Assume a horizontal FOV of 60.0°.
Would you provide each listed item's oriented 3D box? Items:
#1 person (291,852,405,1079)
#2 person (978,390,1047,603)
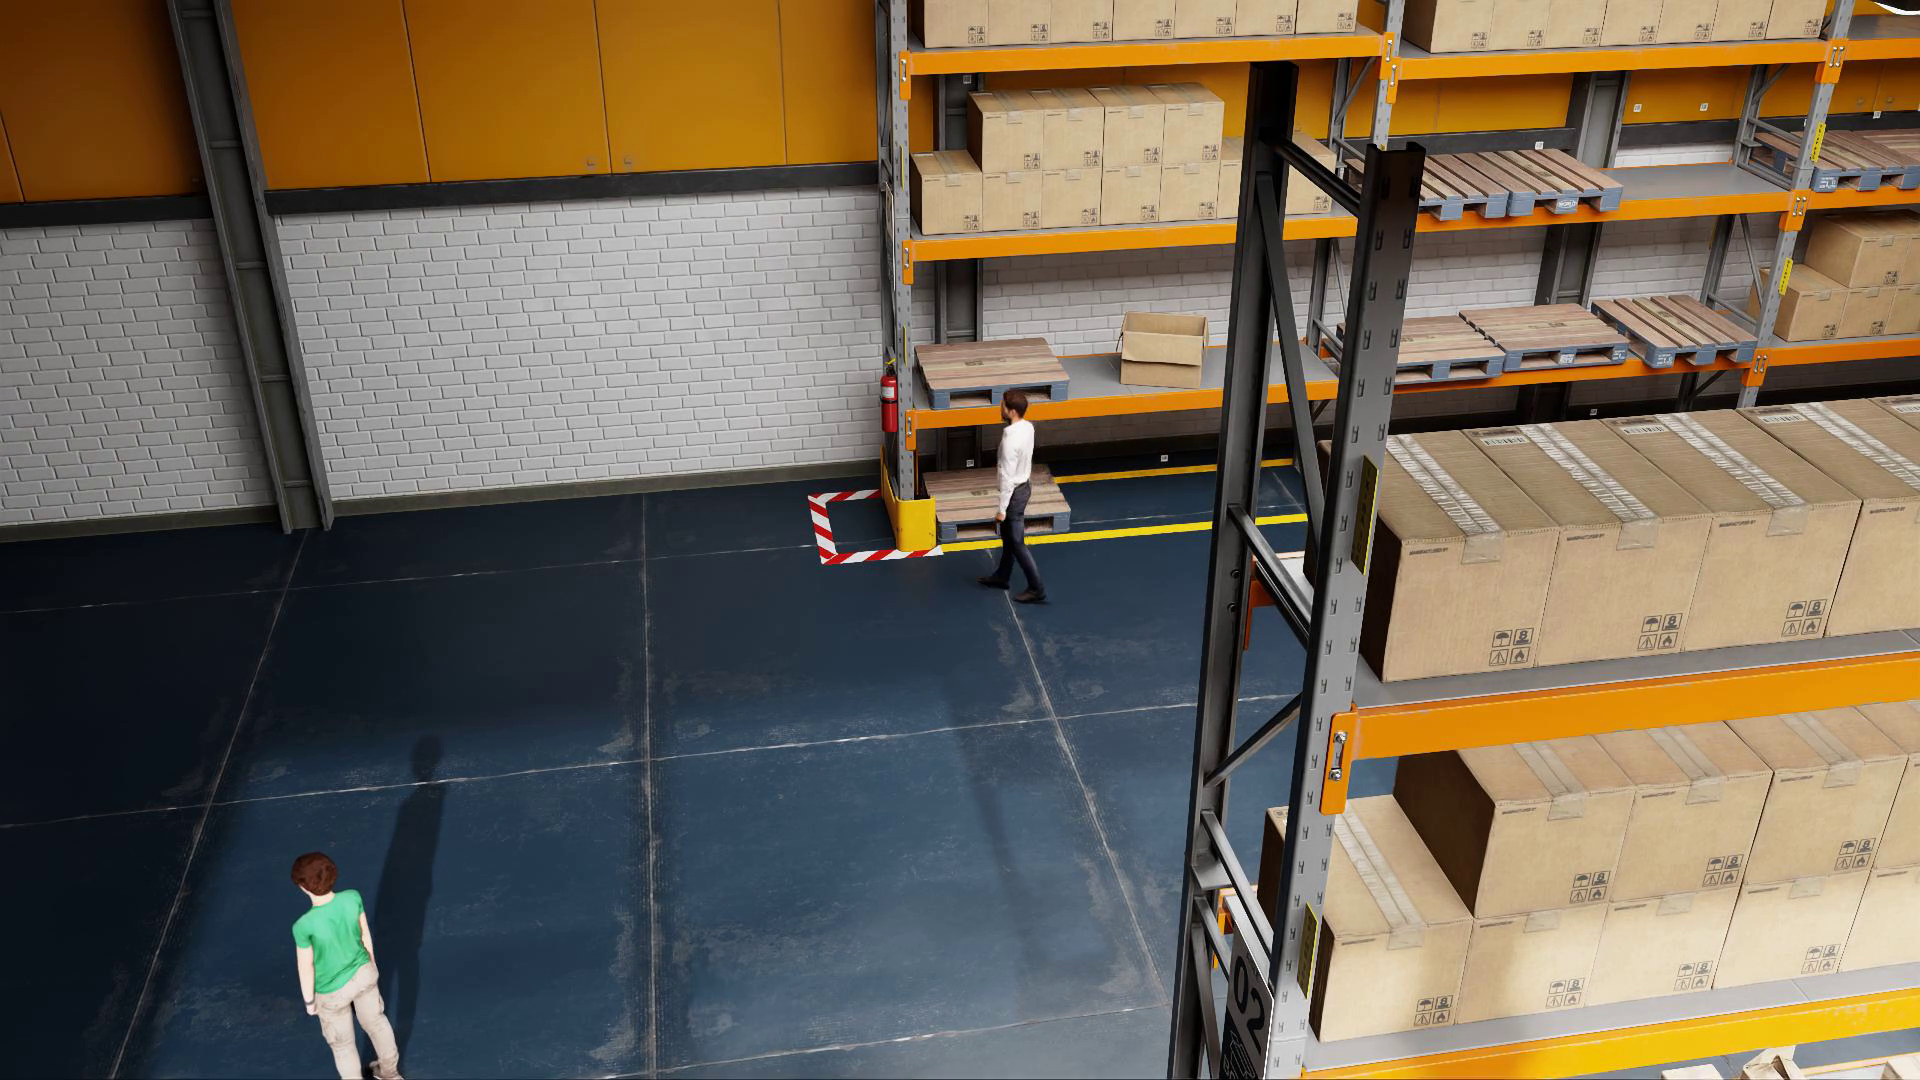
[{"bbox_3d":[-3.261,2.349,8.837,0.711,1.649,0.645,20,34,32],"label":"person"},{"bbox_3d":[0.495,-0.342,13.540,1.014,1.870,0.906,9,30,15],"label":"person"}]
